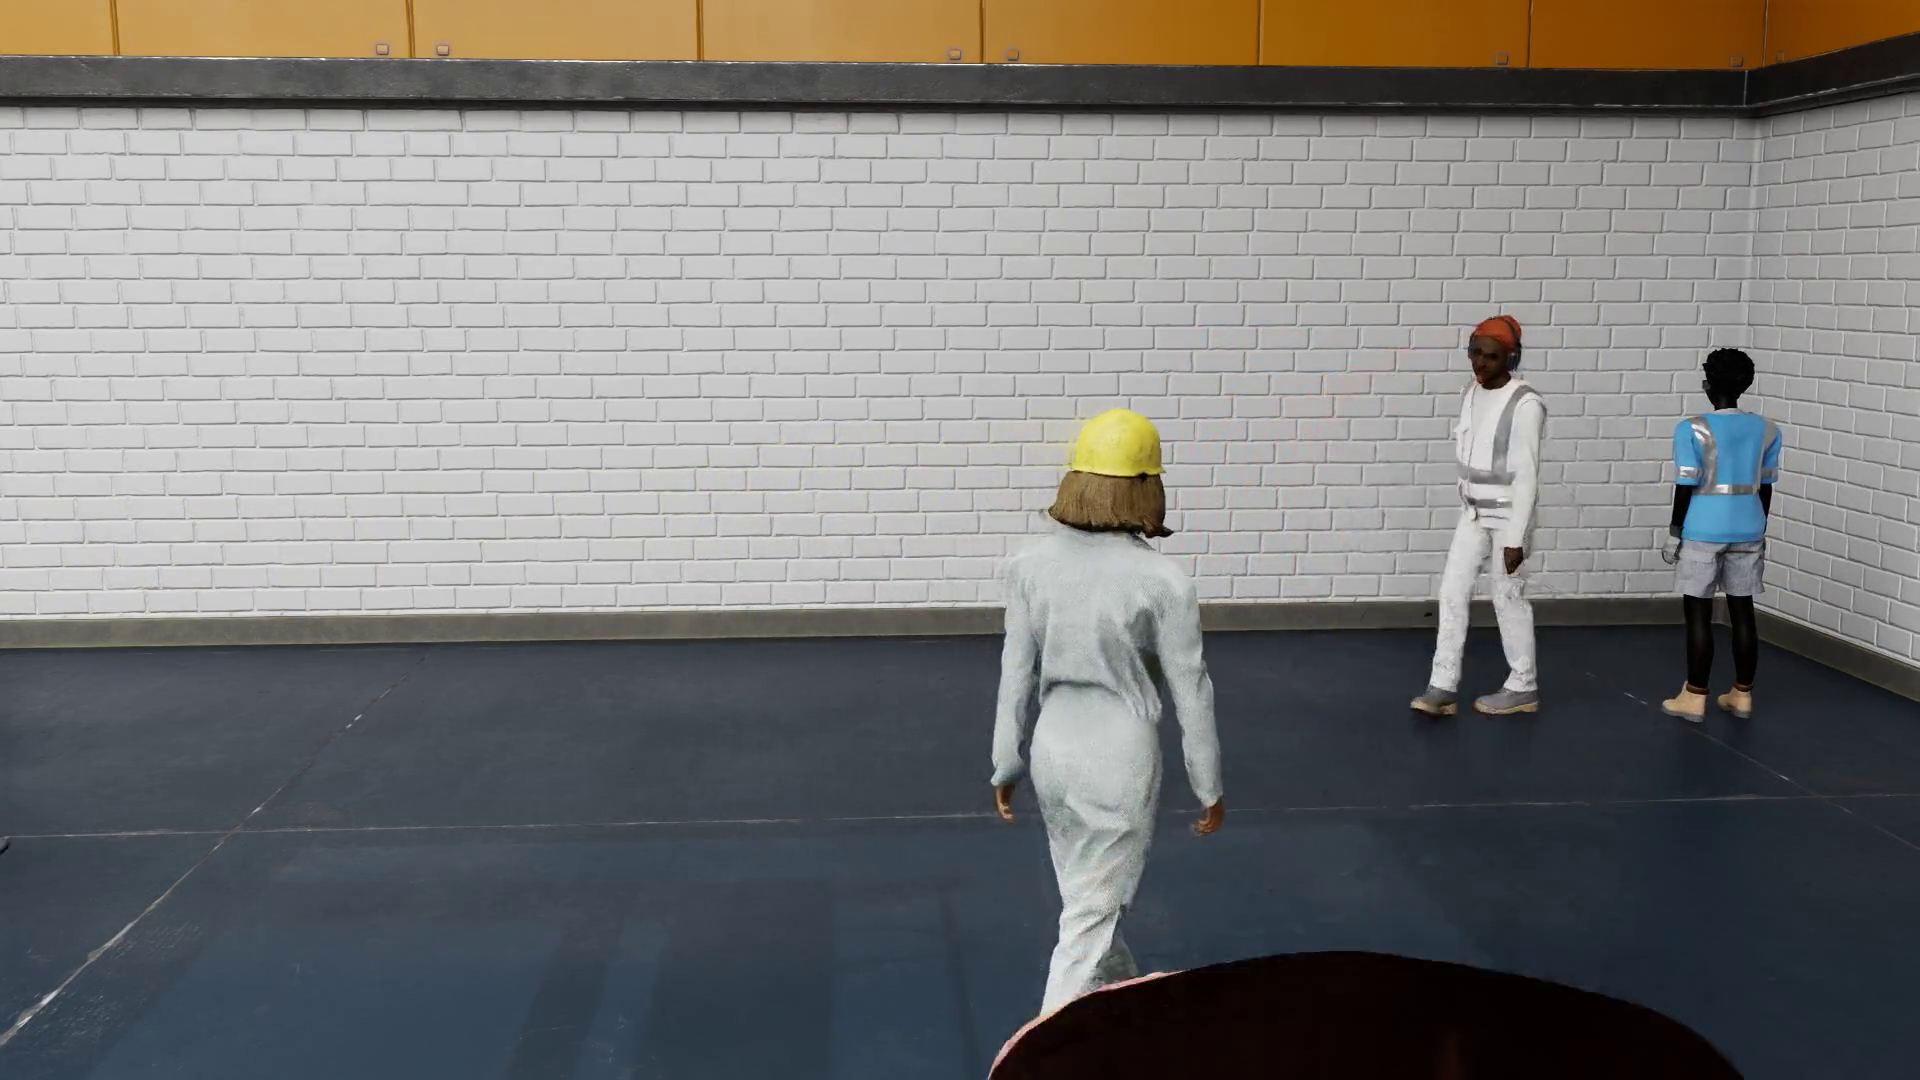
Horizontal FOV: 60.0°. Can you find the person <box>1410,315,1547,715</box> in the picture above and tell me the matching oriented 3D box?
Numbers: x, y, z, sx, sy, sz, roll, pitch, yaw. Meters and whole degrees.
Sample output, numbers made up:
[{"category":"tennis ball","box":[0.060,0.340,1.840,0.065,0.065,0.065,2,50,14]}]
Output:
[{"category":"person","box":[2.367,-0.078,7.457,0.791,1.841,0.606,-3,10,-20]}]

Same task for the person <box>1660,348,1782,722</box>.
[{"category":"person","box":[3.445,-0.020,7.558,0.540,1.695,0.317,-2,9,-13]}]

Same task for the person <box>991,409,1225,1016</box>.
[{"category":"person","box":[0.398,0.540,3.992,0.514,1.700,0.855,7,11,38]}]

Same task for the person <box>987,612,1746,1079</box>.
[{"category":"person","box":[0.280,0.913,0.894,0.647,1.946,0.980,1,9,9]}]
